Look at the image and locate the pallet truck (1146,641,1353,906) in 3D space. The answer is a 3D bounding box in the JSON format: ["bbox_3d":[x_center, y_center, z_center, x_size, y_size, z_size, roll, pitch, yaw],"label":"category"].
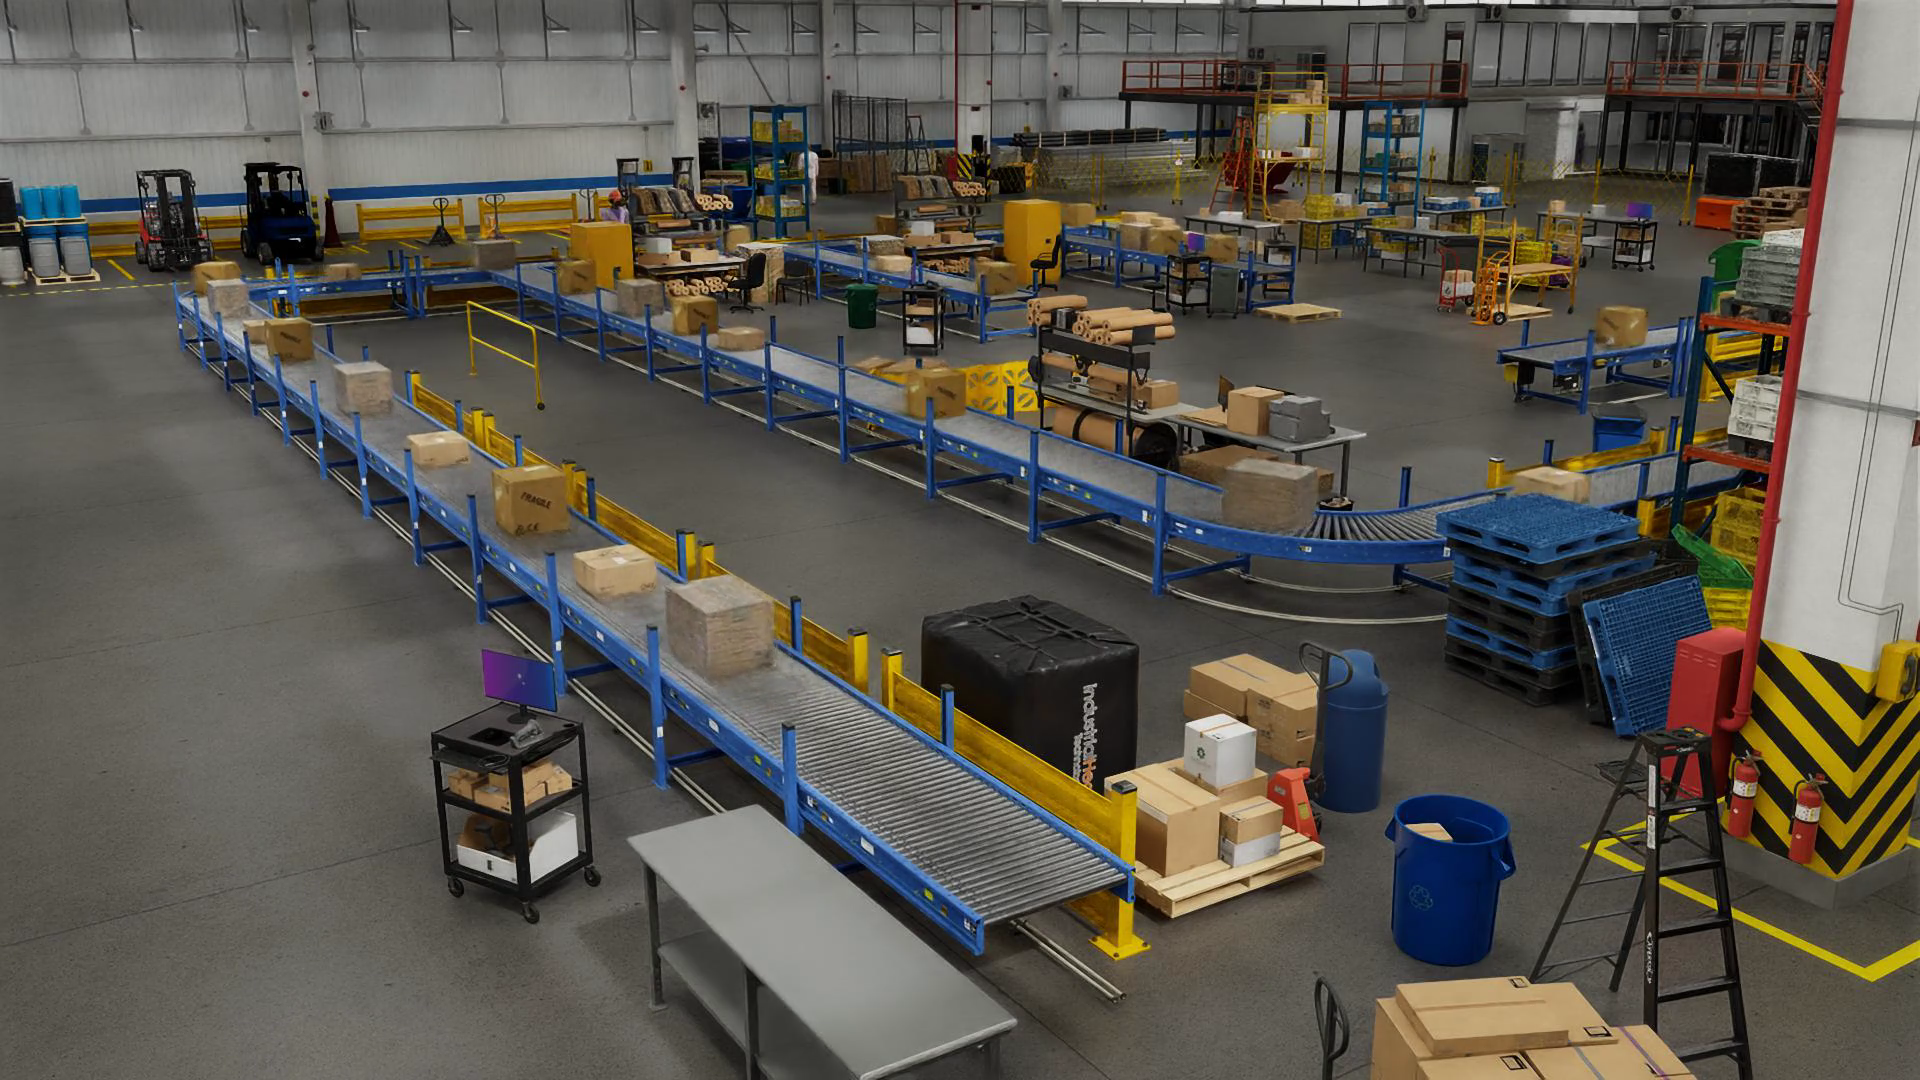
[{"bbox_3d":[1.664,1.407,10.232,1.630,1.274,0.653,-10,20,-31],"label":"pallet truck"}]

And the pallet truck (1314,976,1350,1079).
[{"bbox_3d":[2.299,2.390,7.086,1.601,1.201,0.680,-2,17,-7],"label":"pallet truck"}]

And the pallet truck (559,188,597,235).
[{"bbox_3d":[-10.010,-8.652,43.699,0.653,1.274,1.630,-10,20,-31],"label":"pallet truck"}]

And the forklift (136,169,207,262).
[{"bbox_3d":[-17.842,-7.318,37.559,1.157,1.987,2.680,-10,20,-31],"label":"forklift"}]

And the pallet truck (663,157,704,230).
[{"bbox_3d":[-7.586,-9.308,44.692,0.823,1.965,1.885,-11,20,-33],"label":"pallet truck"}]

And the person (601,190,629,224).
[{"bbox_3d":[-7.014,-6.129,34.030,0.607,2.048,0.366,-13,21,-37],"label":"person"}]

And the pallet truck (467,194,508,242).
[{"bbox_3d":[-11.983,-8.177,42.137,0.704,1.261,1.522,-11,20,-33],"label":"pallet truck"}]

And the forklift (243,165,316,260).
[{"bbox_3d":[-15.898,-7.669,38.708,1.157,1.987,2.680,-11,20,-33],"label":"forklift"}]

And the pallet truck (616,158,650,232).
[{"bbox_3d":[-8.918,-9.176,44.255,0.823,1.965,1.885,-9,19,-27],"label":"pallet truck"}]

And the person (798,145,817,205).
[{"bbox_3d":[-4.741,-11.362,51.754,0.668,1.889,0.400,-9,19,-27],"label":"person"}]

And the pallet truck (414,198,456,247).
[{"bbox_3d":[-13.250,-8.060,41.856,0.680,1.201,1.601,-10,20,-31],"label":"pallet truck"}]
